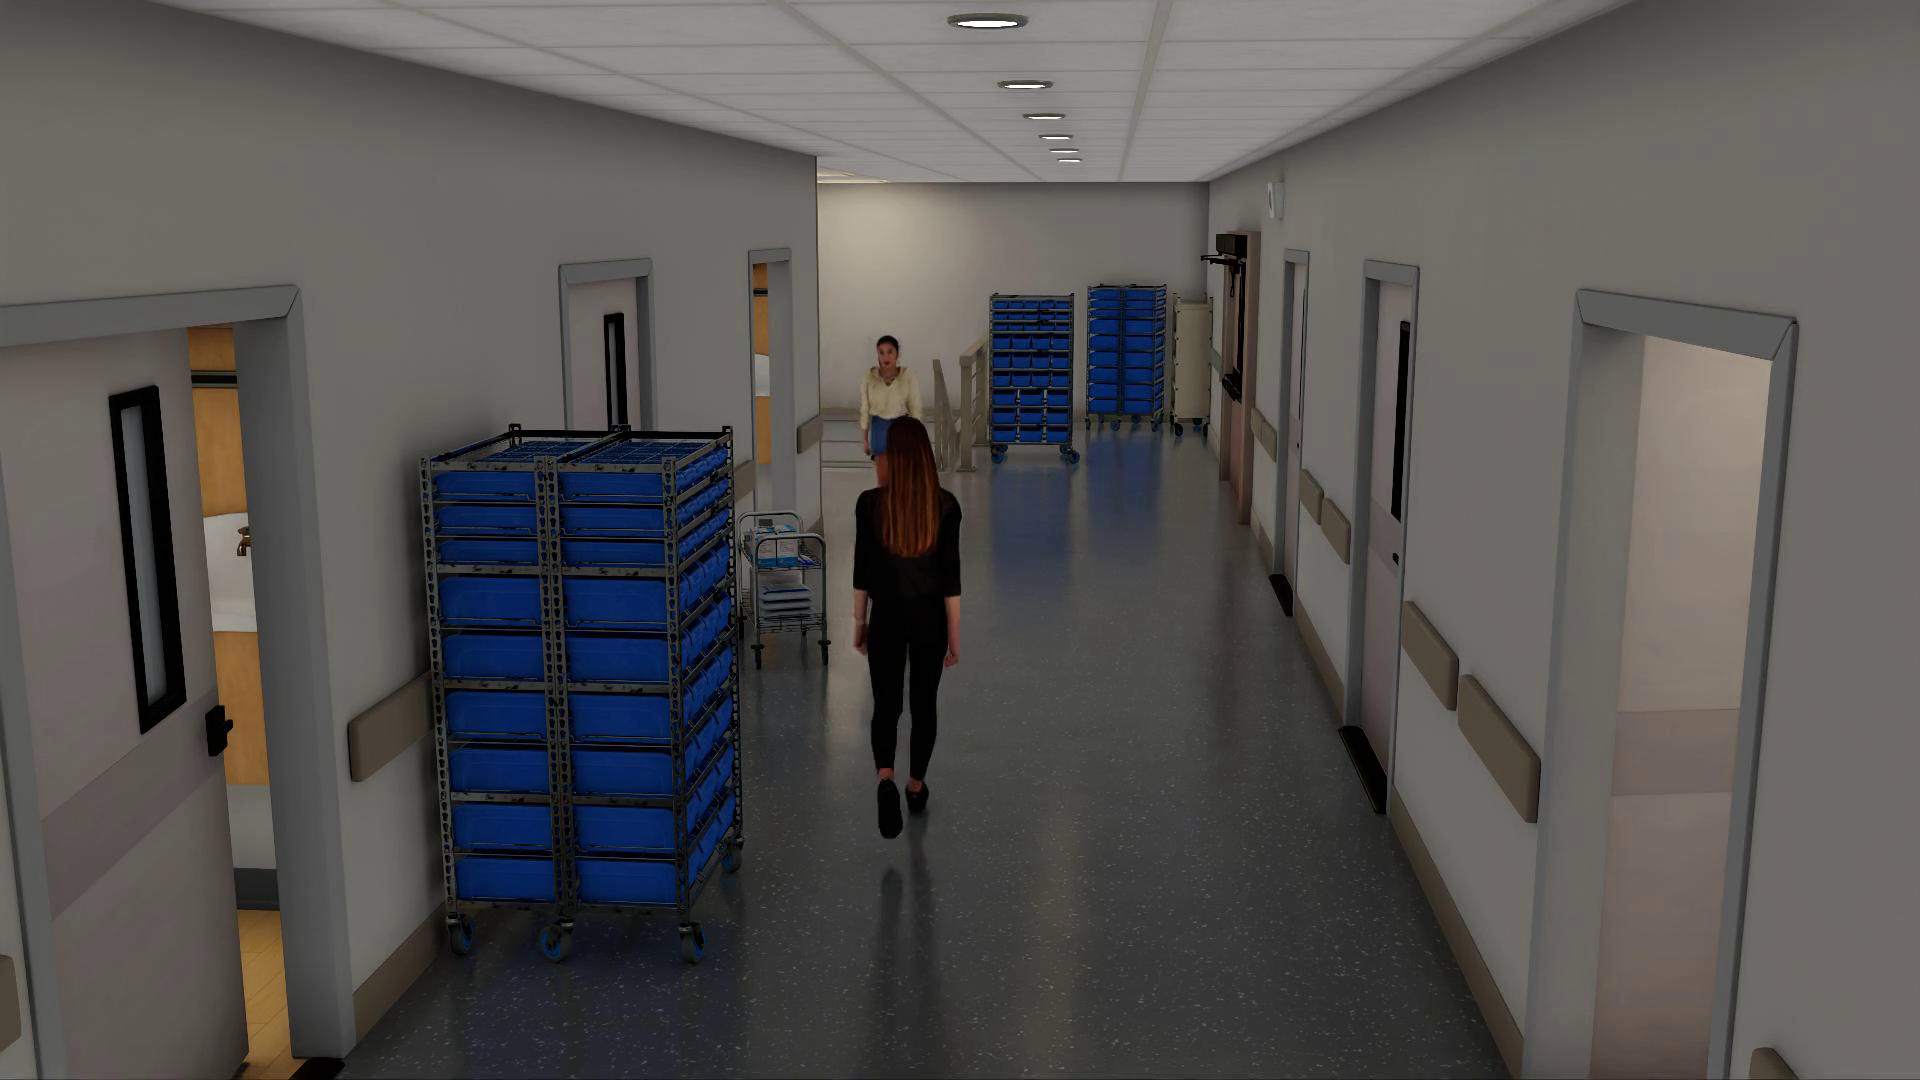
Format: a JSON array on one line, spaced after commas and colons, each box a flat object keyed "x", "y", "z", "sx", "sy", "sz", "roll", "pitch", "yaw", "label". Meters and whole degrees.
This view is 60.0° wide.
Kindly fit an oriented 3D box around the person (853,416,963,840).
[{"x": -0.218, "y": 0.372, "z": 6.750, "sx": 0.612, "sy": 1.689, "sz": 1.019, "roll": 1, "pitch": 11, "yaw": 3, "label": "person"}]

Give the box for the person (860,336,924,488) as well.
[{"x": -0.531, "y": -0.799, "z": 13.174, "sx": 0.709, "sy": 1.596, "sz": 1.143, "roll": 0, "pitch": 11, "yaw": 0, "label": "person"}]
